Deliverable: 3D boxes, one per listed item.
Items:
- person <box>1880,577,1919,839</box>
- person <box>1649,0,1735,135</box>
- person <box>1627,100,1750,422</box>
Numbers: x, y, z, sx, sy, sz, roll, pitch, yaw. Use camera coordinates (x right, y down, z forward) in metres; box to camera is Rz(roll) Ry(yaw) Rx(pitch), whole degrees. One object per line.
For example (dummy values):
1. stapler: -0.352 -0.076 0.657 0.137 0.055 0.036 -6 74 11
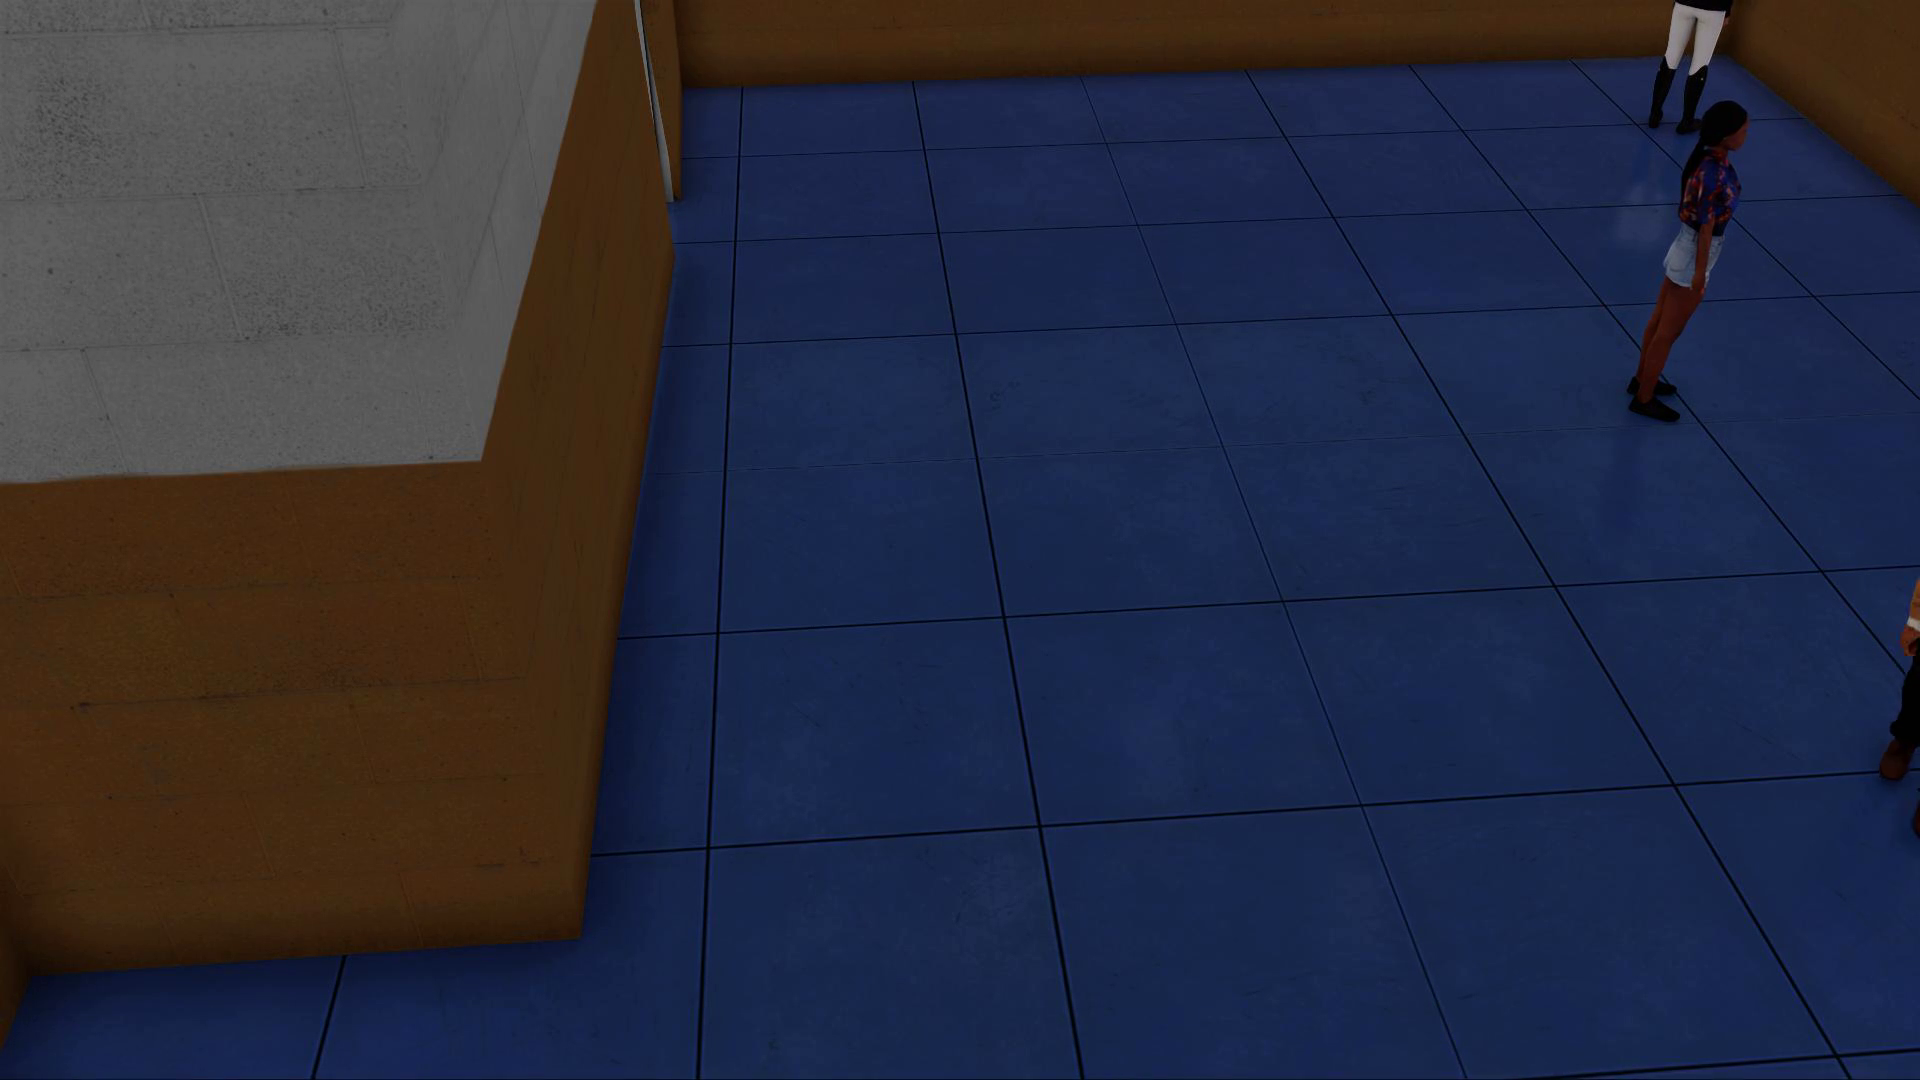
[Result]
1. person: 3.965 0.273 6.470 0.935 1.725 0.984 25 43 29
2. person: 5.263 -3.760 11.832 0.659 1.730 0.719 27 44 31
3. person: 3.848 -1.476 8.786 0.630 1.750 0.651 9 38 12
